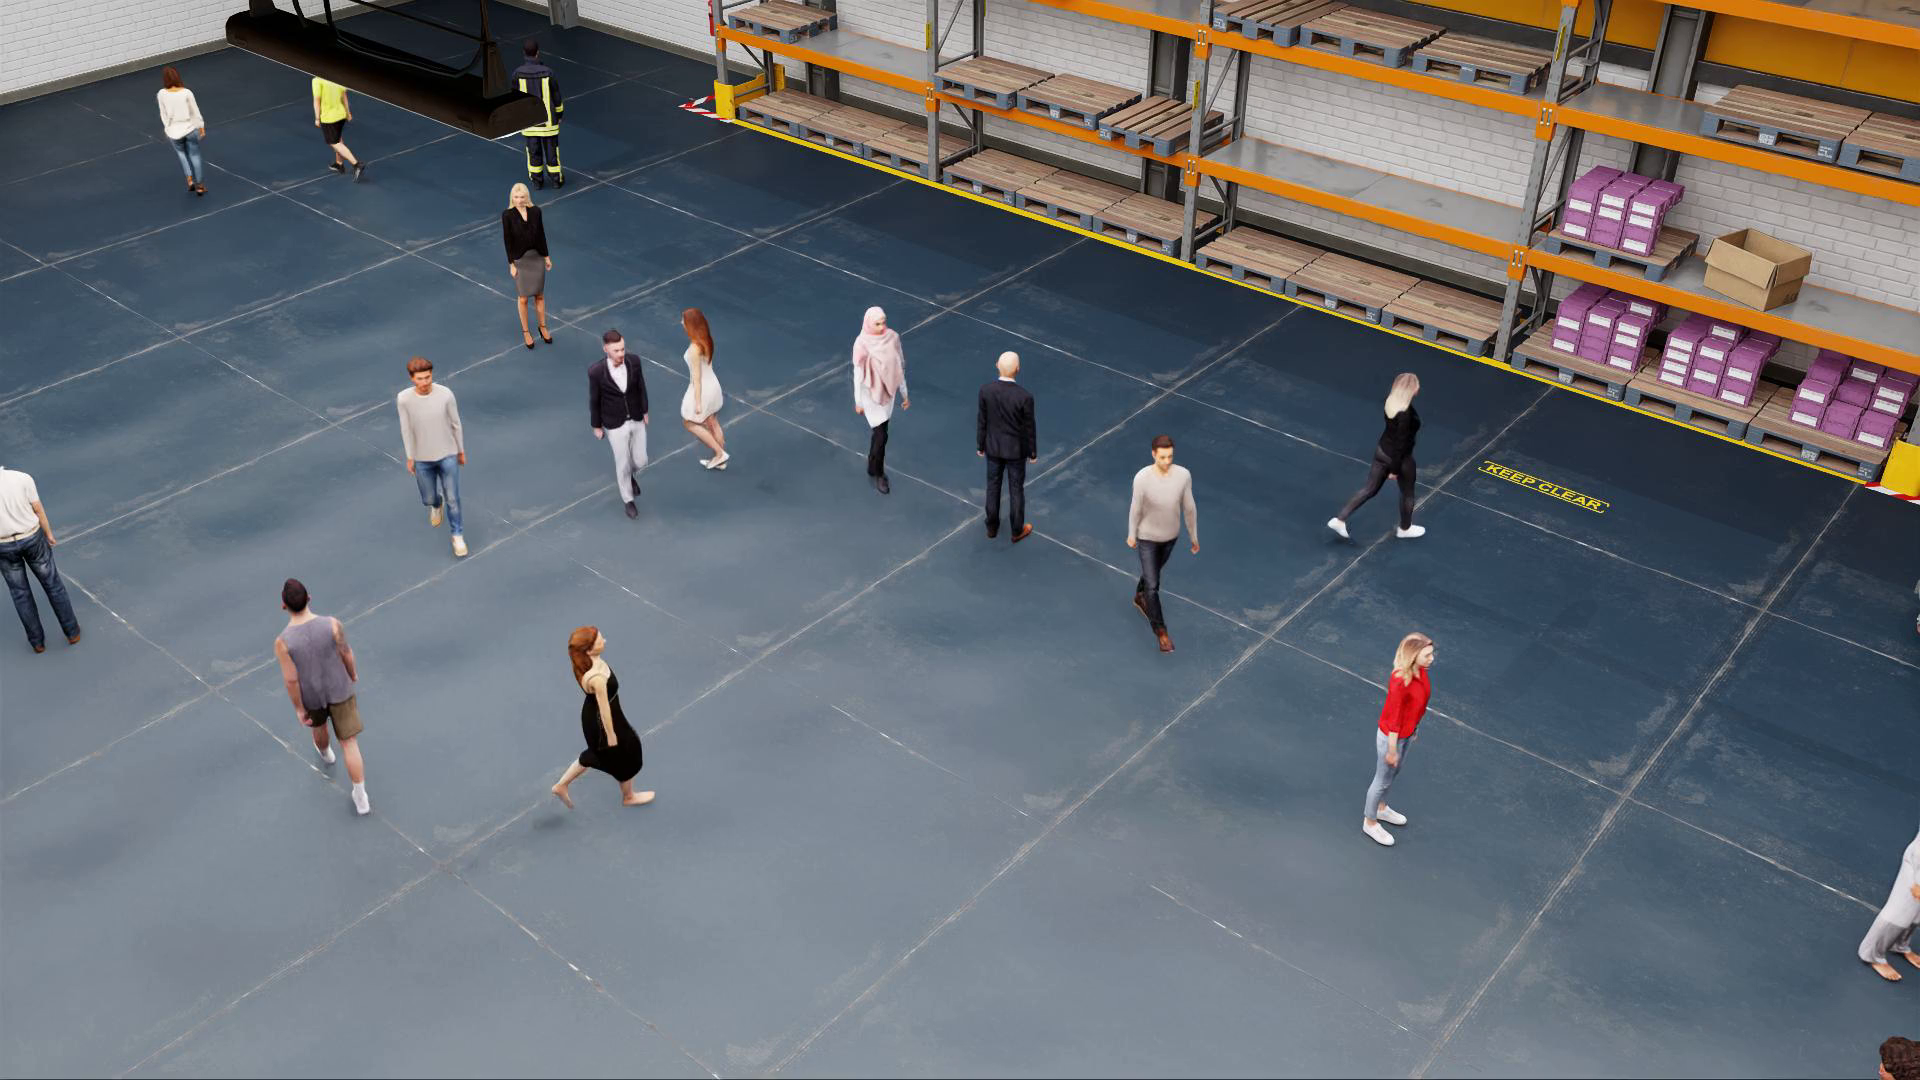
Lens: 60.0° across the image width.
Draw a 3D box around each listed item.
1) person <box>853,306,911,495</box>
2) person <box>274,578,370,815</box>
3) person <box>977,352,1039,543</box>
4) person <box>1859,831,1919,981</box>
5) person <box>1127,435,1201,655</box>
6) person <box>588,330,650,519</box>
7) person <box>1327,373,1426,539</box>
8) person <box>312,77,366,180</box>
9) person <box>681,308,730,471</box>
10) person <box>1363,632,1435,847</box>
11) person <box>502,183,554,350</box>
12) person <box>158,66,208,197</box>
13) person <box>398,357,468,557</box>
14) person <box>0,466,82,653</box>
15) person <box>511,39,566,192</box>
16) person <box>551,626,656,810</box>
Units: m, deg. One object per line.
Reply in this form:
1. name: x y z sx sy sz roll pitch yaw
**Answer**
1. person: -0.803 -1.342 15.285 0.716 1.792 0.774 -25 41 -33
2. person: -4.398 1.129 11.615 0.944 1.796 1.246 -16 37 -22
3. person: 0.400 -0.809 14.478 0.650 1.798 0.823 11 35 15
4. person: 6.036 1.991 10.325 0.677 1.733 0.644 -20 39 -27
5. person: 1.564 -0.072 13.353 1.087 1.816 1.264 -10 35 -14
6. person: -3.044 -1.091 14.880 0.823 1.822 0.870 -17 37 -23
7. person: 3.662 -0.686 14.430 1.100 1.647 1.138 -8 34 -12
8. person: -8.130 -5.535 21.689 1.075 1.686 0.755 17 37 24
9. person: -2.289 -1.354 15.389 0.752 1.697 0.701 10 35 14
10. person: 2.990 1.322 11.356 0.536 1.705 0.635 20 39 28
11. person: -4.570 -2.911 17.601 0.669 1.842 0.637 -20 39 -27
12. person: -9.882 -5.155 21.132 0.751 1.669 0.799 -6 34 -8
13. person: -4.538 -0.775 14.346 0.918 1.887 1.026 -10 35 -15
14. person: -7.441 0.045 13.148 0.728 1.848 0.695 -17 37 -24
15. person: -5.409 -5.461 21.364 0.880 1.923 0.923 -5 34 -7
16. person: -2.557 1.275 11.519 0.880 1.603 0.957 -14 36 -19
